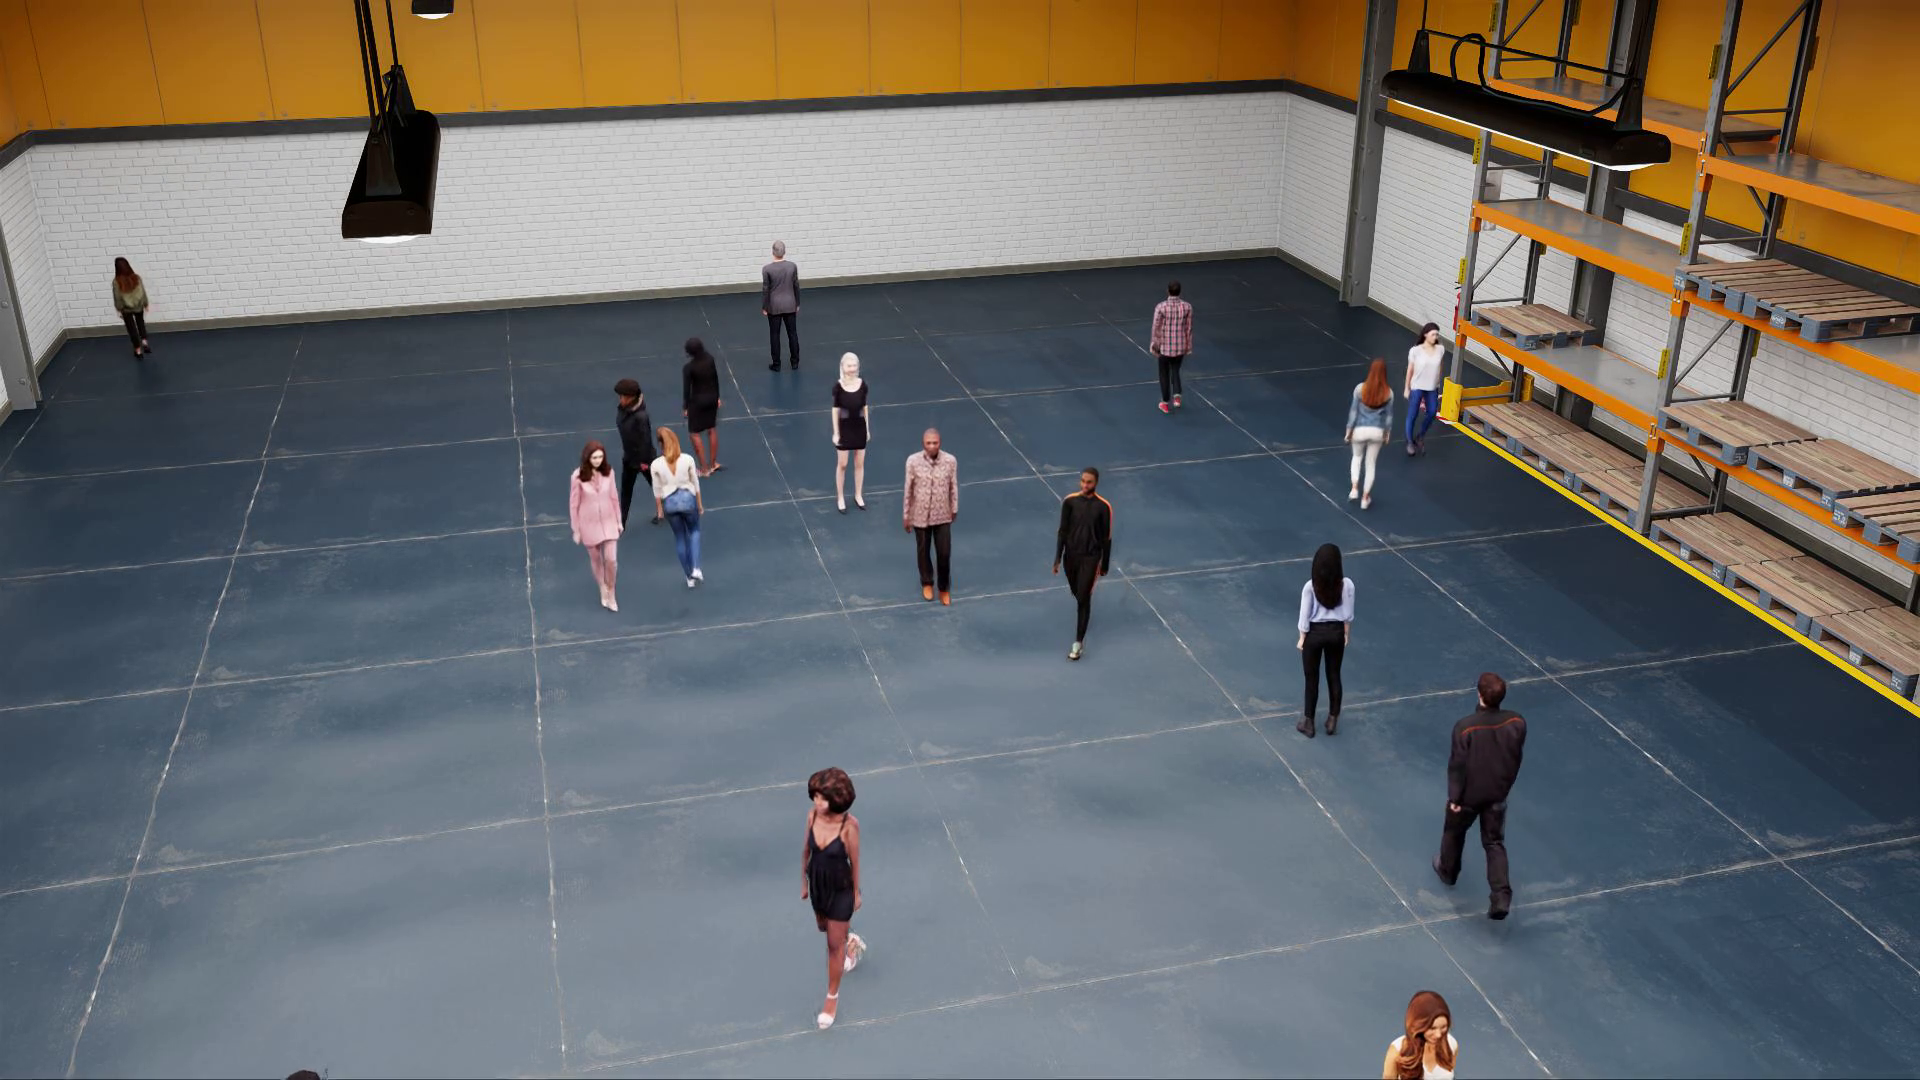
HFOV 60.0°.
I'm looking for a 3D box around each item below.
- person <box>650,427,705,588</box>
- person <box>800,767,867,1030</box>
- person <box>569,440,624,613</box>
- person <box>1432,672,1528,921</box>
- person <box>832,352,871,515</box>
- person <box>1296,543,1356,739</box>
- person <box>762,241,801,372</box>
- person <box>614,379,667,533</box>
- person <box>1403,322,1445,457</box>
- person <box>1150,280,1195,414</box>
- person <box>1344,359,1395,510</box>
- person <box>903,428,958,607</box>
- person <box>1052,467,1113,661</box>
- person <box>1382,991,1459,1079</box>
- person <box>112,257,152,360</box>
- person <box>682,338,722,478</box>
[{"bbox_3d":[-2.795,-0.285,16.557,0.680,1.707,0.706,-2,24,-4],"label":"person"},{"bbox_3d":[-0.790,2.223,10.739,0.947,1.770,1.018,13,27,27],"label":"person"},{"bbox_3d":[-3.545,-0.172,16.211,0.705,1.776,0.695,-9,25,-20],"label":"person"},{"bbox_3d":[3.690,1.810,11.641,0.864,1.806,1.189,-1,24,-3],"label":"person"},{"bbox_3d":[-1.212,-1.202,18.499,0.621,1.831,0.554,-10,26,-22],"label":"person"},{"bbox_3d":[3.048,0.842,13.931,0.655,1.745,0.558,-4,24,-9],"label":"person"},{"bbox_3d":[-2.495,-3.281,23.241,0.740,1.842,0.634,-9,25,-20],"label":"person"},{"bbox_3d":[-3.418,-0.947,18.041,1.145,1.730,1.173,18,29,35],"label":"person"},{"bbox_3d":[5.566,-1.835,20.149,0.658,1.668,0.612,-3,24,-6],"label":"person"},{"bbox_3d":[2.750,-2.478,21.520,0.679,1.749,0.594,-5,24,-12],"label":"person"},{"bbox_3d":[4.551,-1.148,18.564,0.781,1.681,0.794,8,25,17],"label":"person"},{"bbox_3d":[-0.290,-0.274,16.428,0.773,1.790,0.787,-1,24,-2],"label":"person"},{"bbox_3d":[1.163,0.142,15.496,1.093,1.773,1.272,9,25,19],"label":"person"},{"bbox_3d":[2.359,3.099,8.720,0.580,1.783,0.521,-7,25,-16],"label":"person"},{"bbox_3d":[-11.799,-3.298,23.748,0.700,1.467,0.723,-22,32,-40],"label":"person"},{"bbox_3d":[-2.990,-1.595,19.560,0.825,1.700,0.789,-13,27,-27],"label":"person"}]
